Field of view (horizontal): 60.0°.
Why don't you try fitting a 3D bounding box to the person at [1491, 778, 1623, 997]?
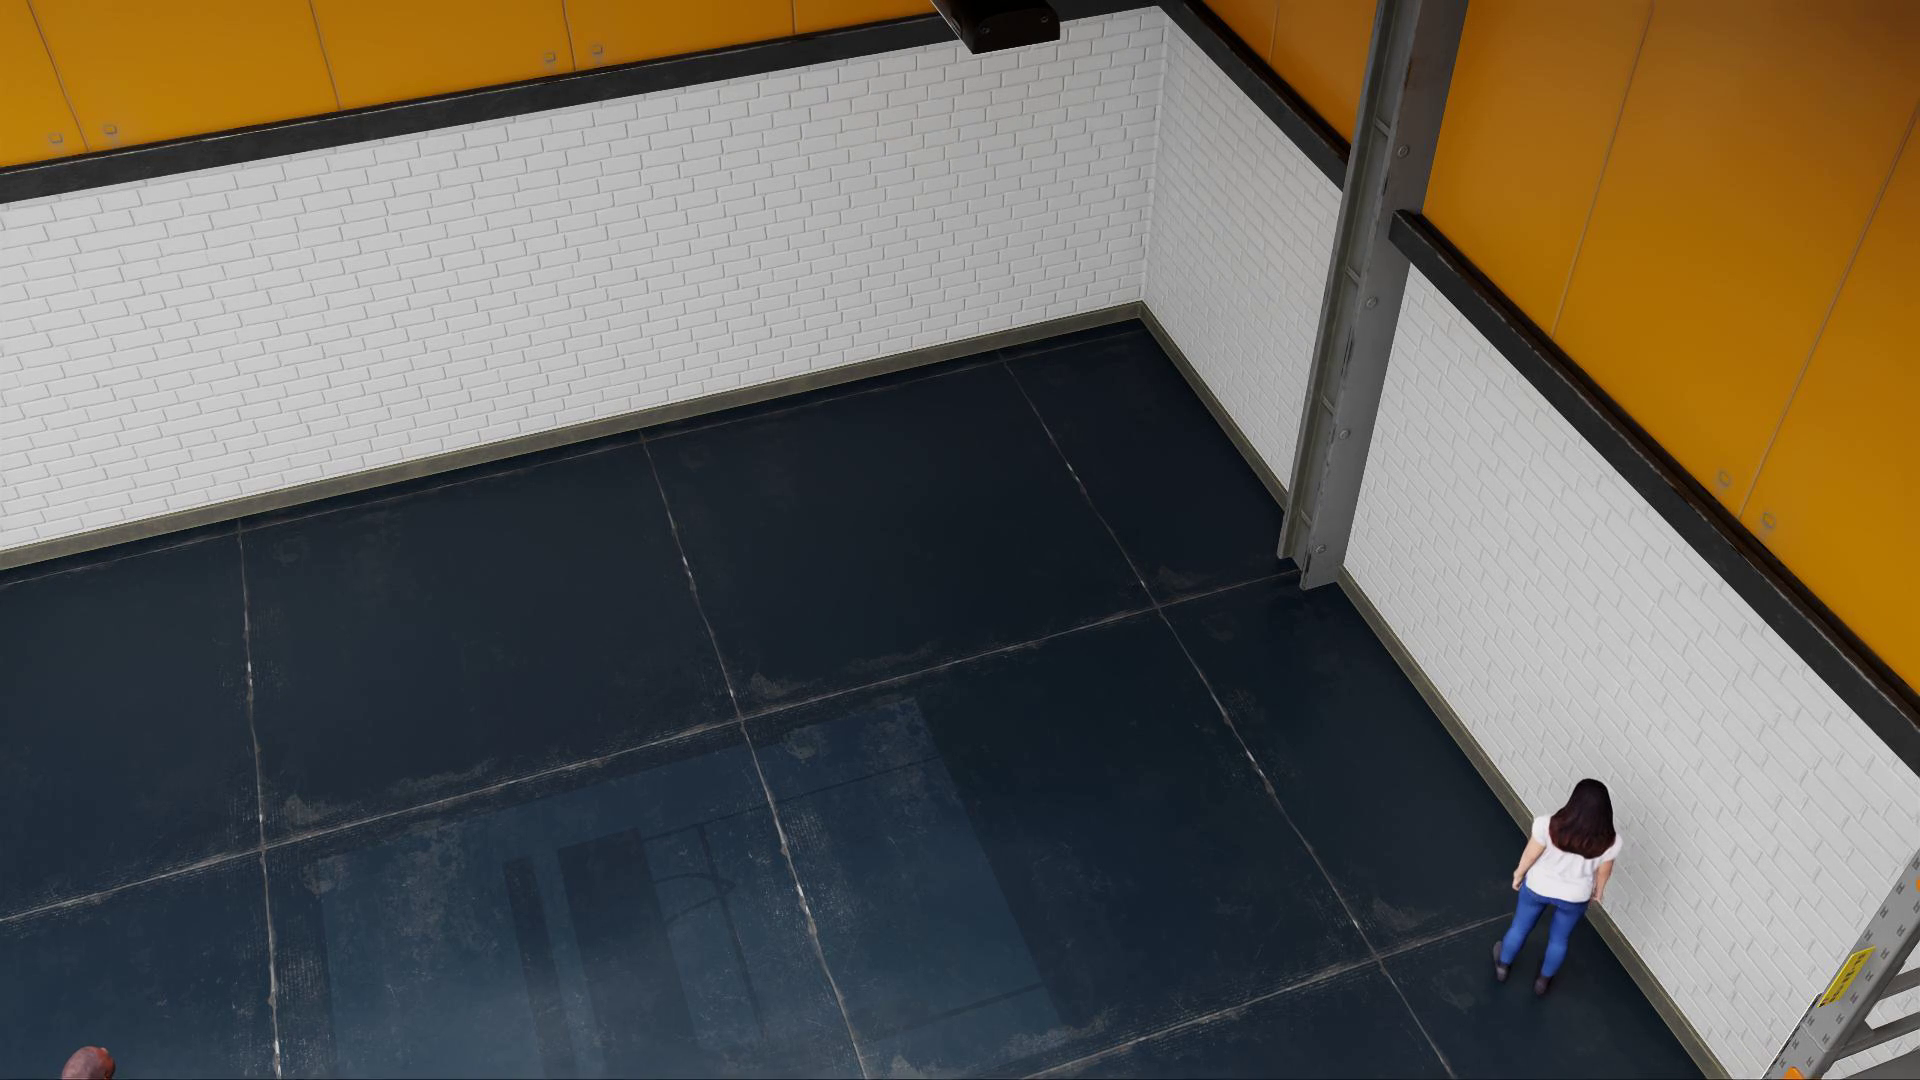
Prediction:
[{"bbox_3d":[3.204,1.880,8.927,0.695,1.684,0.738,16,46,16],"label":"person"}]
